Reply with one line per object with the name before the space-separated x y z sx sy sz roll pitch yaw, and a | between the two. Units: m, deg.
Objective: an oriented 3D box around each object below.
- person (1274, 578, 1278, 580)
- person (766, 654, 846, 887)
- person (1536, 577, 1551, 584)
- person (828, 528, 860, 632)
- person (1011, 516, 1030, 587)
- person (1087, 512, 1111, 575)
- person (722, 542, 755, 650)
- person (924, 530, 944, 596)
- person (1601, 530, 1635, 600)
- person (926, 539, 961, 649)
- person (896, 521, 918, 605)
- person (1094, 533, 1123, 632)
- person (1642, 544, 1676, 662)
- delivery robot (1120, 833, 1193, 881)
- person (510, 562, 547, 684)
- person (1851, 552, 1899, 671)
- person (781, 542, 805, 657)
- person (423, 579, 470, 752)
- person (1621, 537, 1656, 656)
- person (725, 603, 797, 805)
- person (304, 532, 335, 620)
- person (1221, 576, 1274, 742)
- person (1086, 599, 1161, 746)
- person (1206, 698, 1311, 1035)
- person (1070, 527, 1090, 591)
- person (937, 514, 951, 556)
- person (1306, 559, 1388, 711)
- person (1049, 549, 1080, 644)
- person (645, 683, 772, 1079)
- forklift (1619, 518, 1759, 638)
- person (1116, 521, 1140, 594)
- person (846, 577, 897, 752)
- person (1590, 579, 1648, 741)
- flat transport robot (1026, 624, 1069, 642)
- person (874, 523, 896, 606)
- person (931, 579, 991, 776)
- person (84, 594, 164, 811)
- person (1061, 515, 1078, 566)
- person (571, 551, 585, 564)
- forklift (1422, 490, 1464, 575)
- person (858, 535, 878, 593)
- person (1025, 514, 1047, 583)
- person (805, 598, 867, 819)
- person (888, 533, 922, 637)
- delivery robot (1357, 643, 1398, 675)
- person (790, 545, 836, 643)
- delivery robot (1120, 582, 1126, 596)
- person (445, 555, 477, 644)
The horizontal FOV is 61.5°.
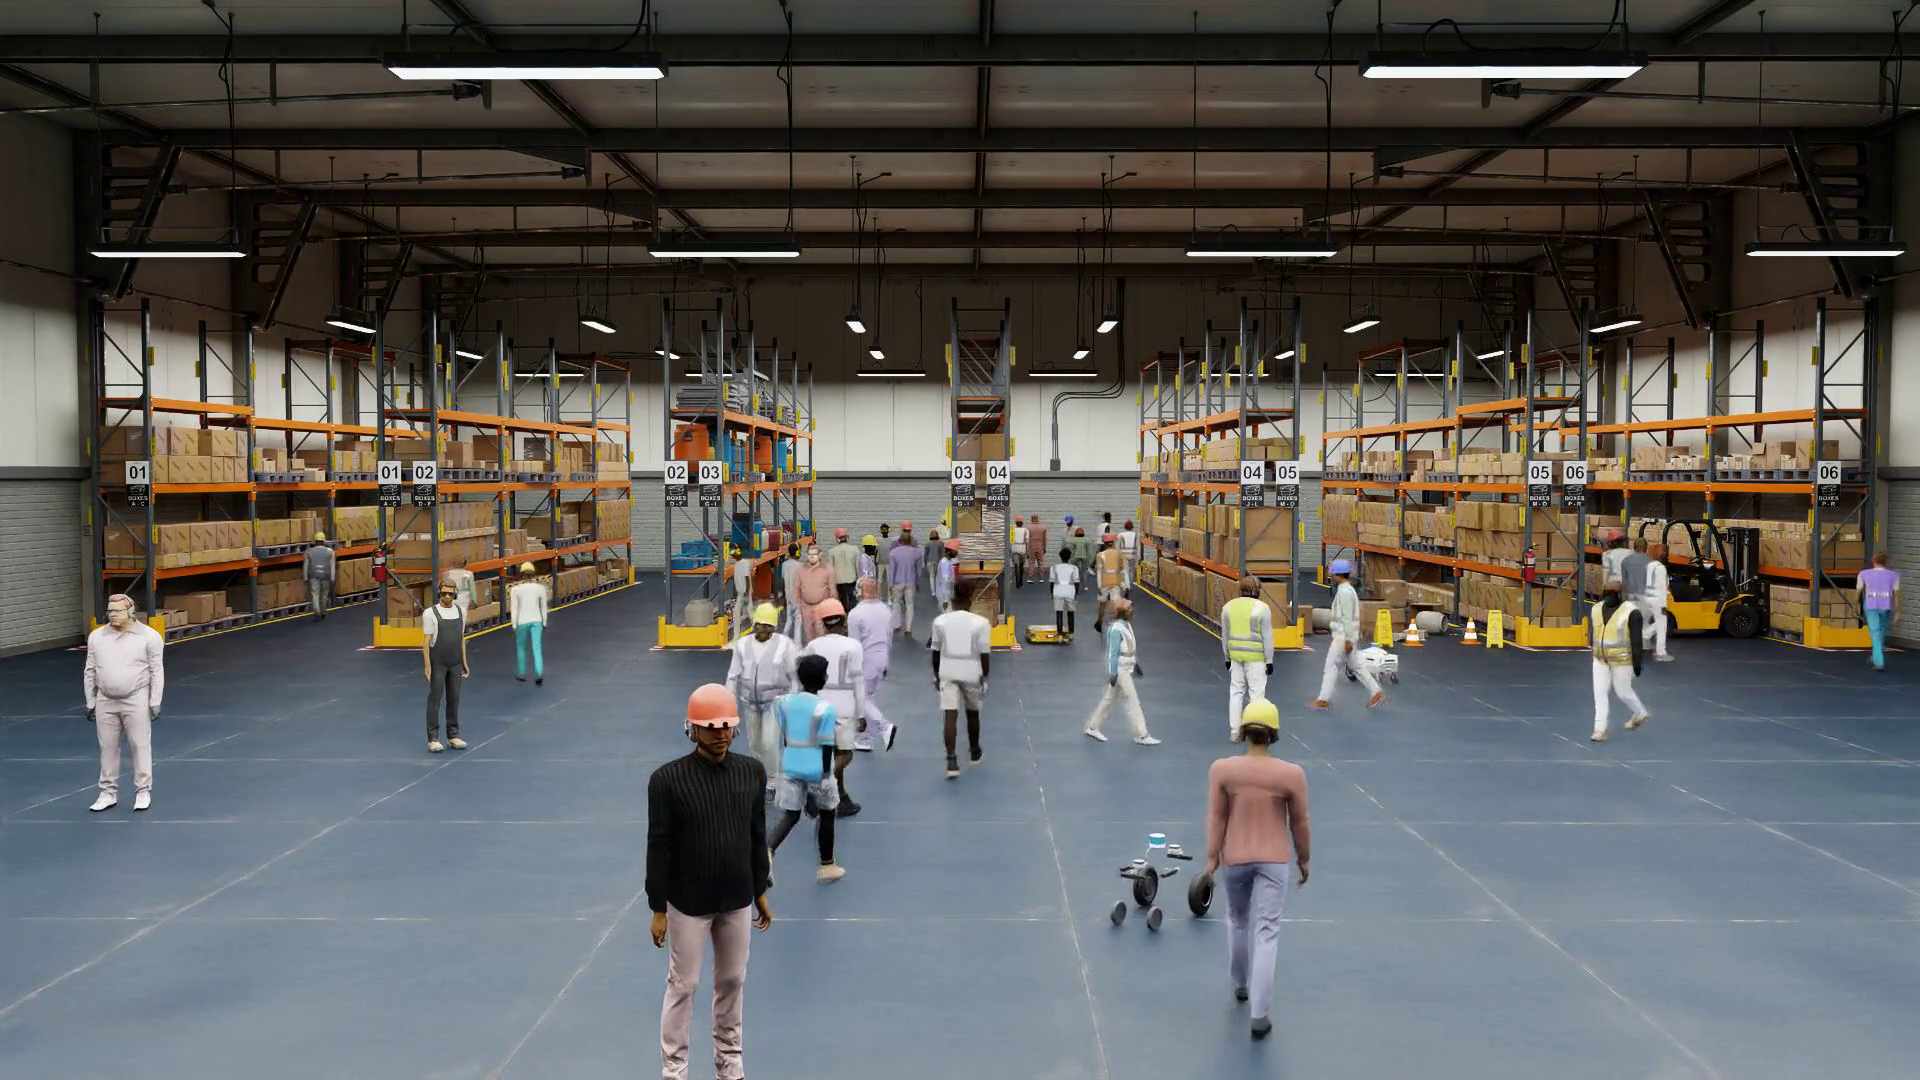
person | 7.489 0.400 38.920 0.616 1.990 0.393 0 2 2
person | -1.129 1.648 11.527 0.526 1.666 0.736 1 3 32
person | 13.145 0.626 36.457 0.320 1.737 0.483 -1 3 -26
person | -2.151 0.755 30.259 0.645 1.969 0.602 0 2 4
person | 1.552 0.302 42.722 0.565 1.888 0.996 0 2 -1
person | 4.229 0.115 47.601 0.940 1.882 0.597 -1 2 -13
person | -3.631 0.941 27.594 0.909 1.817 0.601 -2 3 -36
person | -0.630 0.560 39.564 0.515 1.600 0.709 0 2 0
person | 11.597 0.822 28.419 0.649 1.967 1.091 0 2 11
person | -0.266 0.935 26.726 0.576 1.900 0.785 0 2 -3
person | -1.224 0.515 36.987 0.548 1.923 0.545 -1 3 -25
person | 2.755 0.808 29.961 0.548 1.883 0.985 0 2 -10
person | 11.051 0.988 25.685 0.556 1.869 0.604 0 2 6
delivery robot | 1.313 2.074 10.743 0.335 0.223 0.698 1 3 34
person | -6.106 1.169 22.928 0.537 1.723 0.894 -1 3 -28
person | 13.936 1.074 24.523 0.574 1.795 0.966 0 2 7
person | -2.694 0.962 26.336 0.533 1.867 0.314 2 3 42
person | -5.513 1.332 17.330 0.328 1.840 0.516 2 3 40
person | 11.178 0.918 26.537 0.373 1.940 0.629 -1 3 -33
person | -1.796 1.465 14.417 0.624 1.807 0.515 1 2 15
person | -13.056 0.733 32.913 0.599 1.803 0.834 -1 2 -23
person | 3.195 1.314 17.805 0.634 1.839 0.429 2 3 43
person | 1.765 1.435 17.719 0.852 1.600 0.511 1 2 15
person | 1.630 1.727 8.779 0.545 1.726 0.852 1 2 18
person | 3.077 0.484 41.331 0.509 1.628 0.283 0 2 6
person | -0.484 0.139 47.625 0.475 1.822 0.592 1 3 28
person | 4.885 1.185 20.256 0.965 1.913 0.630 1 2 16
person | 1.838 0.978 28.465 0.549 1.647 0.853 0 2 7
person | -1.141 1.649 7.437 0.623 1.992 0.396 -2 3 -36
forklift | 13.417 0.684 29.791 2.313 2.155 1.214 0 2 0
person | 4.170 0.440 40.007 0.593 1.838 0.972 0 2 -2
person | -0.934 1.330 17.088 0.703 1.874 0.651 2 3 37
person | 7.368 1.325 18.041 0.787 1.808 0.635 -2 3 -36
flat transport robot | 1.557 1.666 28.916 0.652 0.197 1.431 0 2 -1
person | -1.695 0.554 36.586 0.533 1.868 0.310 0 2 3
person | 0.016 1.346 16.039 0.624 1.912 0.998 0 2 10
person | -7.369 1.424 14.204 0.652 1.906 0.402 0 2 -7
person | 2.893 0.289 42.773 0.670 1.901 0.684 -2 3 -34
person | -10.440 0.242 44.363 0.629 1.877 0.501 1 3 33
forklift | 13.926 -0.371 47.846 1.873 2.768 1.129 0 2 0
person | -1.576 0.875 27.761 0.369 1.927 0.589 0 2 -1
person | 2.060 0.235 44.225 0.638 1.902 0.407 0 2 -10
person | -1.104 1.450 13.772 0.552 1.895 0.794 1 3 29
person | -1.033 0.810 29.682 0.635 1.905 0.819 -1 2 -13
delivery robot | 5.919 1.714 23.042 0.477 0.478 0.707 -1 2 -22
person | -2.256 1.022 24.738 0.656 1.879 0.707 0 2 10
delivery robot | 3.728 1.119 38.023 0.477 0.478 0.707 0 2 5
person | -8.356 1.054 27.123 0.544 1.600 0.821 0 2 9
